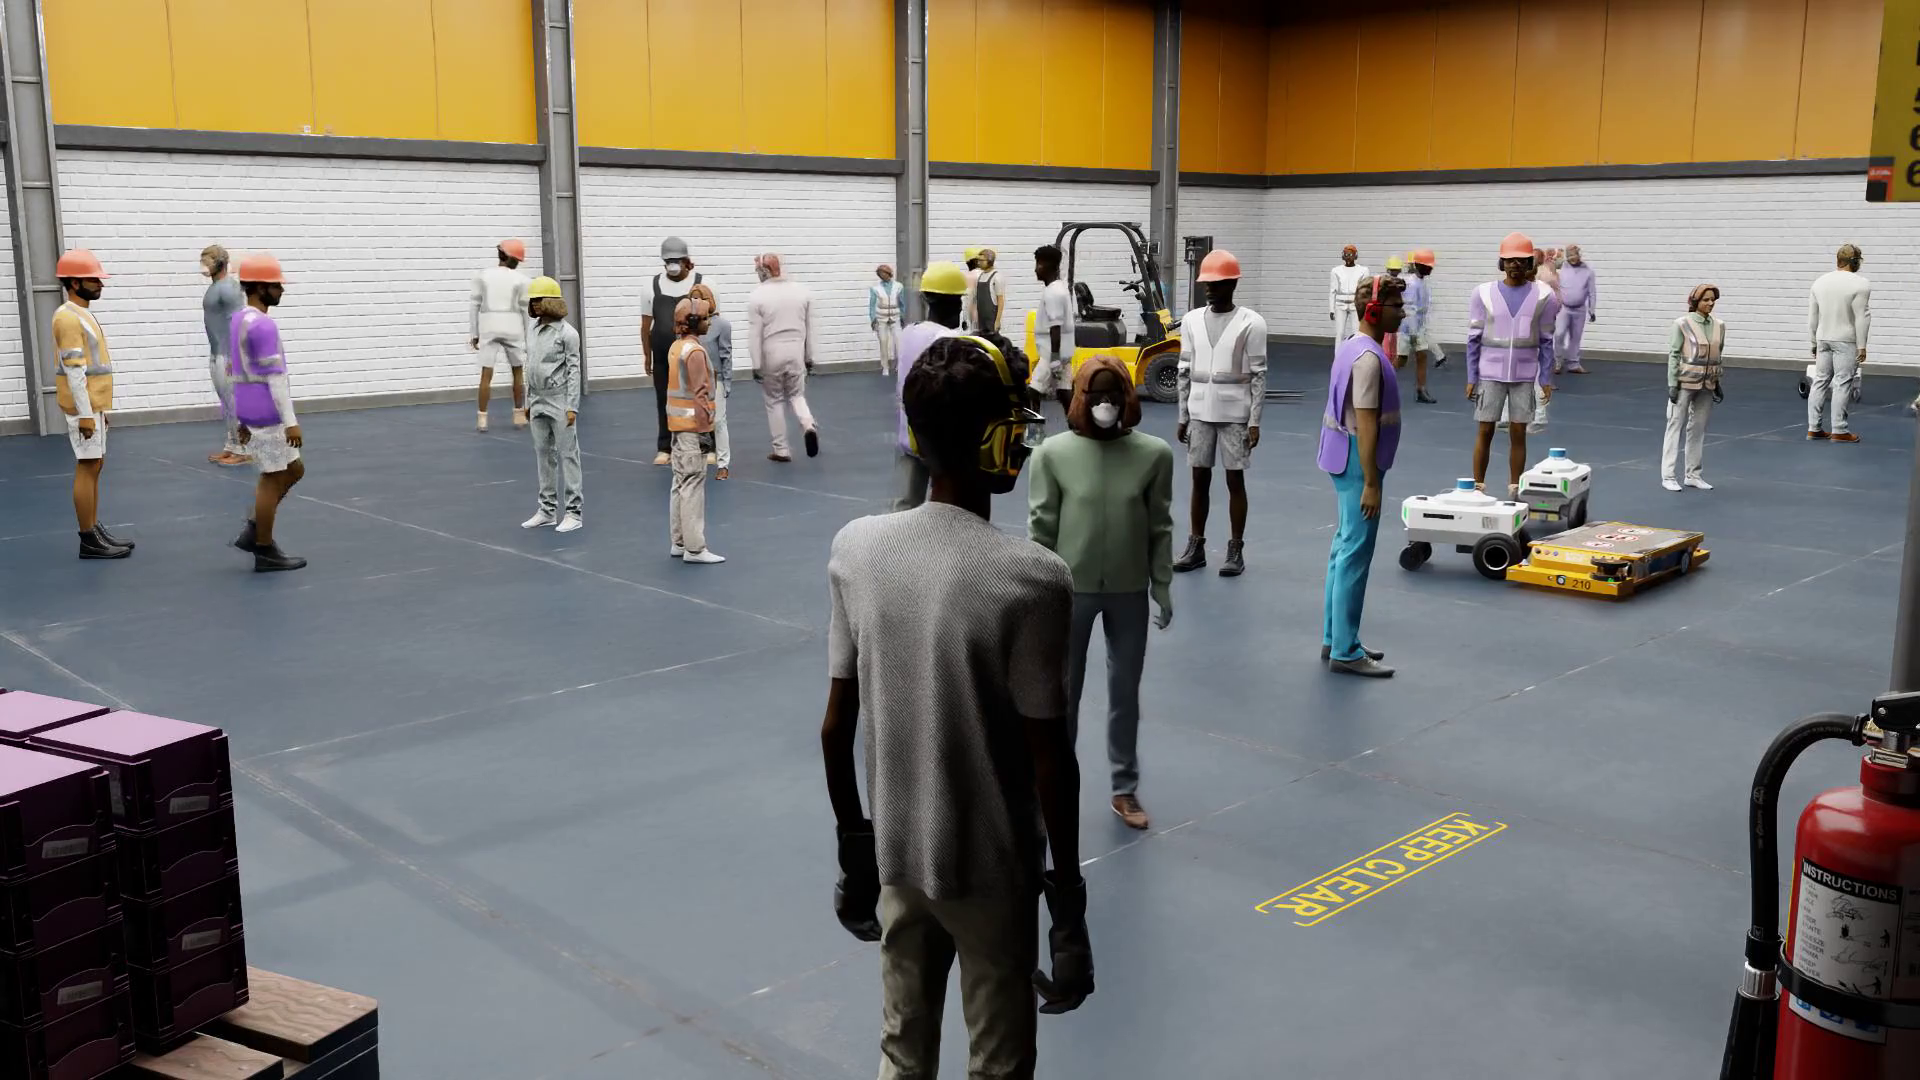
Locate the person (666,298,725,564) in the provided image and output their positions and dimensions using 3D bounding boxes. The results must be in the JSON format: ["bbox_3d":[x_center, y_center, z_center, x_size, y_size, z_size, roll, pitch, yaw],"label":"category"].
[{"bbox_3d":[-1.660,-0.675,10.319,0.312,1.639,0.518,-5,11,-25],"label":"person"}]

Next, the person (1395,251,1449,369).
[{"bbox_3d":[6.969,-3.470,25.184,0.933,1.788,0.601,2,11,10],"label":"person"}]

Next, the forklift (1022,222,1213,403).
[{"bbox_3d":[1.935,-2.847,20.651,2.313,2.155,1.214,2,11,13],"label":"forklift"}]

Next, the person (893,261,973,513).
[{"bbox_3d":[-0.050,-0.523,8.844,1.001,1.877,0.597,-8,13,-37],"label":"person"}]

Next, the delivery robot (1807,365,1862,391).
[{"bbox_3d":[10.709,-2.028,20.379,0.477,0.478,0.707,0,10,-3],"label":"delivery robot"}]

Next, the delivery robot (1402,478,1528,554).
[{"bbox_3d":[3.045,-0.130,10.053,0.707,0.478,0.477,5,12,26],"label":"delivery robot"}]

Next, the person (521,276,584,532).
[{"bbox_3d":[-2.812,-0.927,11.409,0.484,1.745,0.297,7,12,32],"label":"person"}]

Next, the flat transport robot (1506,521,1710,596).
[{"bbox_3d":[3.876,0.089,9.888,0.652,0.197,1.431,10,14,42],"label":"flat transport robot"}]

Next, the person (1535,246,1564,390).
[{"bbox_3d":[7.583,-2.905,21.829,0.594,1.881,0.692,3,11,18],"label":"person"}]

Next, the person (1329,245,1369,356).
[{"bbox_3d":[5.821,-3.465,24.908,0.578,1.878,0.343,3,11,17],"label":"person"}]

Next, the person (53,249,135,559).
[{"bbox_3d":[-5.457,-0.848,10.451,0.362,1.938,0.545,-4,11,-20],"label":"person"}]

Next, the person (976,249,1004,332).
[{"bbox_3d":[0.371,-2.903,21.913,0.329,1.842,0.520,-7,12,-32],"label":"person"}]

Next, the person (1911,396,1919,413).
[{"bbox_3d":[10.969,-2.110,18.257,0.823,1.597,0.505,3,11,17],"label":"person"}]

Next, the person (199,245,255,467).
[{"bbox_3d":[-6.470,-1.619,14.652,0.357,1.937,0.637,-7,13,-35],"label":"person"}]

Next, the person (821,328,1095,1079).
[{"bbox_3d":[0.003,0.579,2.854,0.538,1.869,0.313,8,13,36],"label":"person"}]

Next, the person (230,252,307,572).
[{"bbox_3d":[-4.132,-0.753,9.981,0.408,1.922,0.551,-6,12,-30],"label":"person"}]

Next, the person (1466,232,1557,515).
[{"bbox_3d":[3.966,-1.188,12.014,0.605,2.045,0.386,3,11,14],"label":"person"}]

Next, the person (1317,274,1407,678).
[{"bbox_3d":[1.847,-0.301,7.718,0.373,1.843,0.571,1,10,7],"label":"person"}]

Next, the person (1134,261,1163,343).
[{"bbox_3d":[2.766,-3.215,24.135,0.865,1.654,0.537,-6,12,-29],"label":"person"}]

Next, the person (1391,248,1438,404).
[{"bbox_3d":[5.386,-2.589,20.127,0.820,1.887,0.551,8,13,37],"label":"person"}]

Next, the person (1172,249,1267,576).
[{"bbox_3d":[1.537,-0.747,9.898,0.548,1.937,0.379,6,12,32],"label":"person"}]

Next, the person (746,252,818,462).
[{"bbox_3d":[-1.564,-1.603,14.724,0.674,1.877,0.576,-6,12,-31],"label":"person"}]

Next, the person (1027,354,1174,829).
[{"bbox_3d":[0.475,0.184,5.650,0.507,1.632,0.264,-1,10,-6],"label":"person"}]

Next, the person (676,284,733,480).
[{"bbox_3d":[-2.120,-1.306,13.805,0.501,1.626,0.282,3,11,14],"label":"person"}]

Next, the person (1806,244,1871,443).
[{"bbox_3d":[8.605,-1.921,16.296,0.352,1.937,0.635,-4,11,-23],"label":"person"}]

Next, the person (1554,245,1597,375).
[{"bbox_3d":[8.887,-3.344,24.227,0.734,1.873,0.541,1,10,5],"label":"person"}]

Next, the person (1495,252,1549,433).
[{"bbox_3d":[5.703,-1.990,16.920,0.784,1.849,0.619,-4,11,-21],"label":"person"}]

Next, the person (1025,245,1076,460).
[{"bbox_3d":[0.717,-1.669,14.936,0.914,1.924,0.619,2,11,13],"label":"person"}]

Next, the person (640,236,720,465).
[{"bbox_3d":[-2.457,-1.658,14.584,0.699,2.000,0.536,0,10,-1],"label":"person"}]

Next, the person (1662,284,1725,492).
[{"bbox_3d":[5.834,-1.207,13.217,0.512,1.642,0.312,-3,11,-17],"label":"person"}]

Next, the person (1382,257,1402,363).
[{"bbox_3d":[5.987,-3.042,23.015,0.540,1.708,0.946,1,10,6],"label":"person"}]

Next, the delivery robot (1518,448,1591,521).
[{"bbox_3d":[4.105,-0.390,11.470,0.477,0.478,0.707,7,12,32],"label":"delivery robot"}]

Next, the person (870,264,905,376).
[{"bbox_3d":[-1.049,-3.150,23.879,0.536,1.611,0.442,-2,11,-13],"label":"person"}]

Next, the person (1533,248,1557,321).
[{"bbox_3d":[8.099,-3.180,23.448,0.619,1.839,0.430,2,11,13],"label":"person"}]

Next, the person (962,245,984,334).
[{"bbox_3d":[0.318,-3.049,22.619,0.815,1.892,0.632,5,12,28],"label":"person"}]

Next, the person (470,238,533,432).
[{"bbox_3d":[-4.765,-2.137,17.328,0.652,1.985,0.708,-1,10,-4],"label":"person"}]
